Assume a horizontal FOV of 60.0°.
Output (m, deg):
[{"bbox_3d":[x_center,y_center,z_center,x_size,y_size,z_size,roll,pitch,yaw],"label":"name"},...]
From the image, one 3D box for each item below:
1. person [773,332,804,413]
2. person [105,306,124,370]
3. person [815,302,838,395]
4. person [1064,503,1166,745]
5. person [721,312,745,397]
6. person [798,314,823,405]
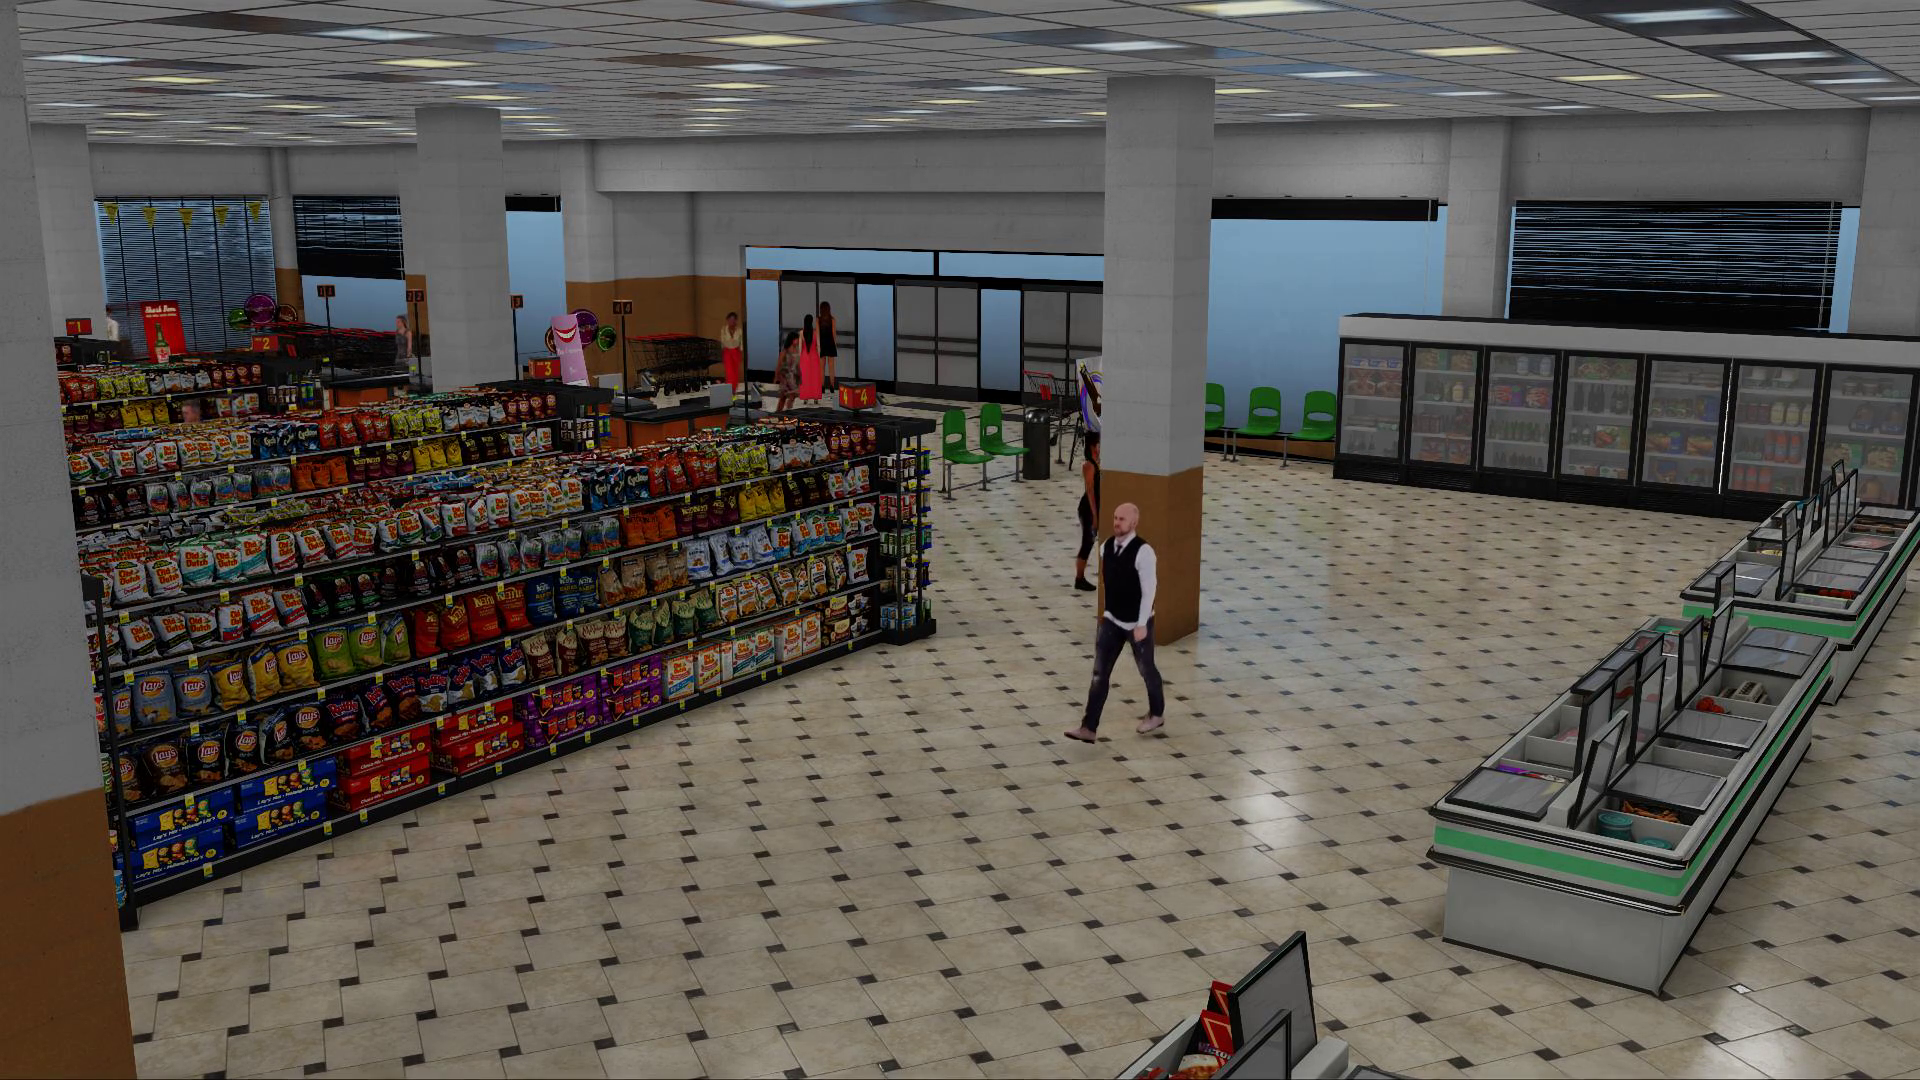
[{"bbox_3d":[-3.077,-2.794,28.916,0.721,1.602,0.742,9,15,36],"label":"person"},{"bbox_3d":[-16.769,-3.736,32.982,0.920,1.770,1.268,4,12,16],"label":"person"},{"bbox_3d":[-2.698,-3.870,33.464,0.669,1.834,0.714,-1,12,-5],"label":"person"},{"bbox_3d":[1.301,0.630,12.259,1.280,1.766,0.867,-11,16,-42],"label":"person"},{"bbox_3d":[-4.358,-3.421,31.559,1.159,1.741,1.117,-4,12,-16],"label":"person"},{"bbox_3d":[-2.865,-3.431,31.639,0.704,1.726,0.773,-3,12,-13],"label":"person"}]
